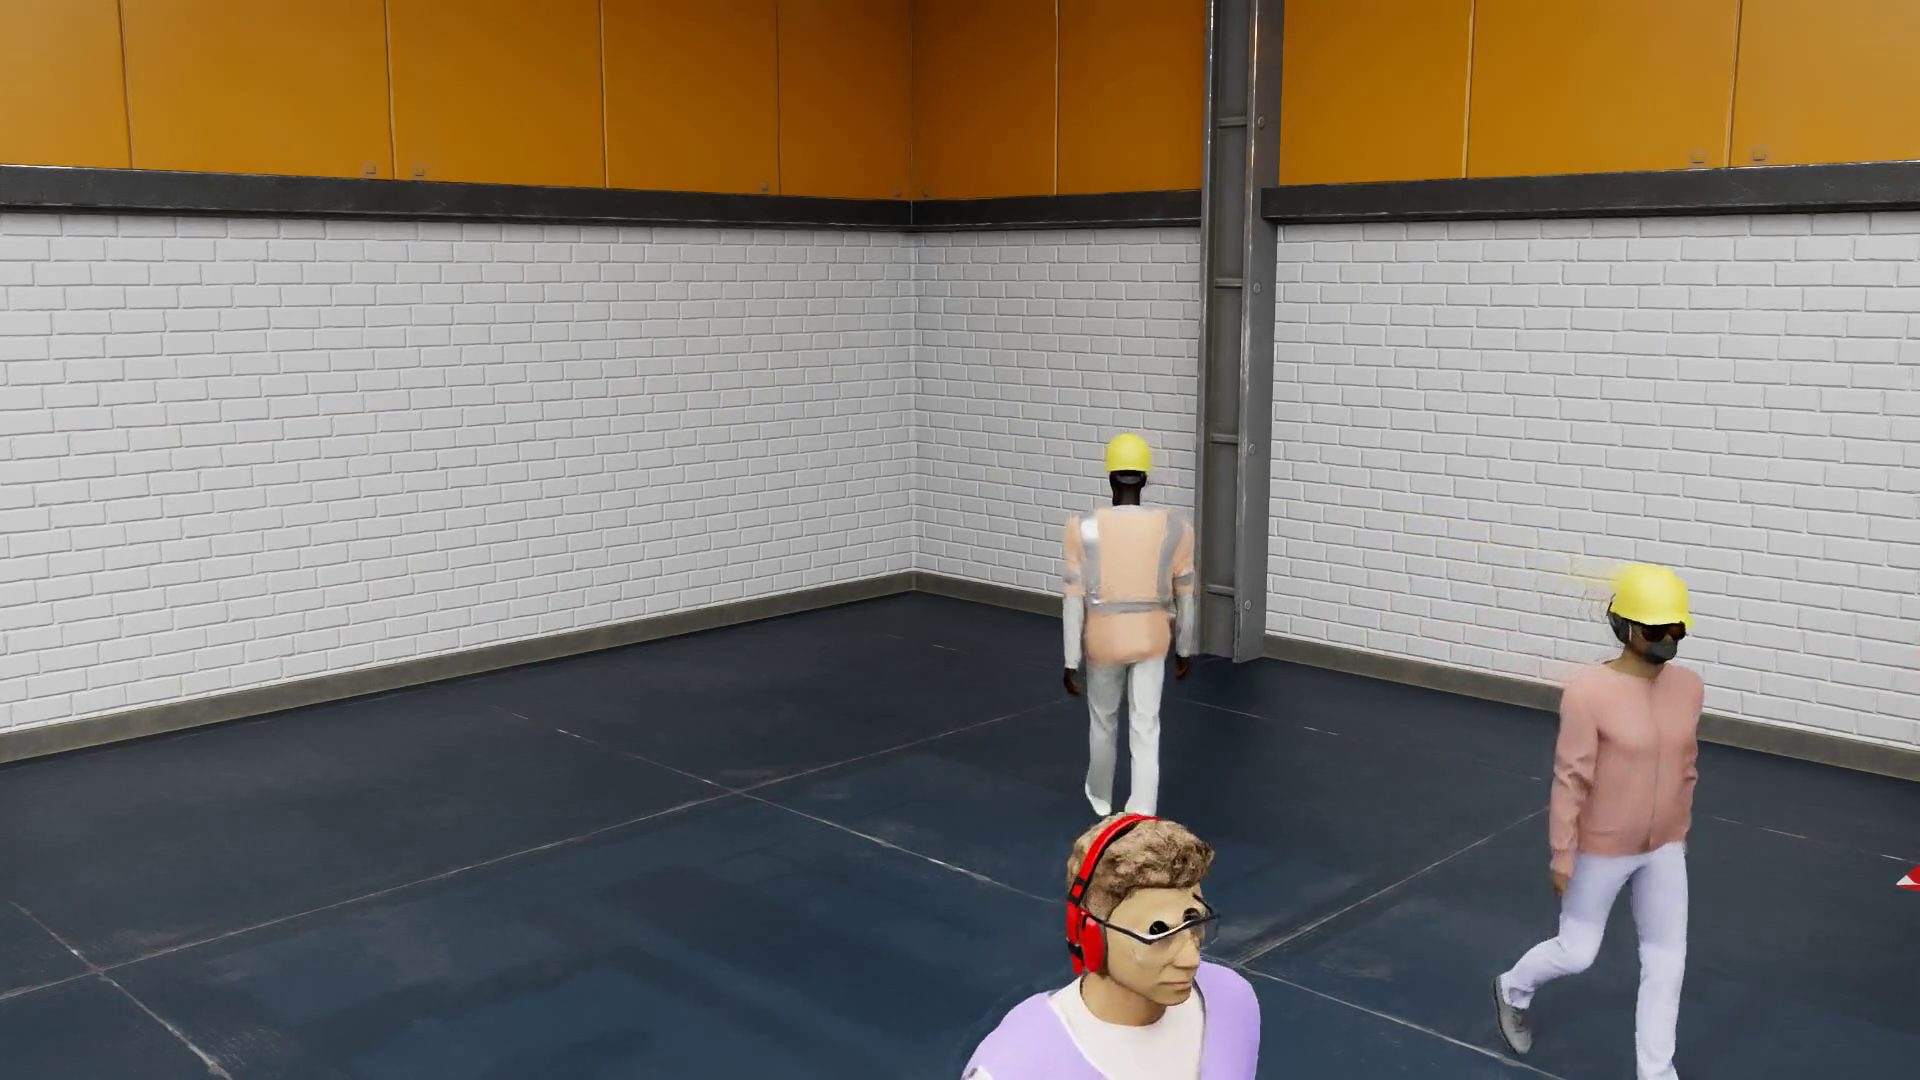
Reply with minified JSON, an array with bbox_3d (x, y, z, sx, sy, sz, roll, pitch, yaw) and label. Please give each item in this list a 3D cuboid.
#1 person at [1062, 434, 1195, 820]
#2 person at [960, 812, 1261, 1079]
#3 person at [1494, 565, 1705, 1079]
[{"bbox_3d":[0.754,0.457,7.521,0.615,1.868,1.005,0,9,-2],"label":"person"},{"bbox_3d":[0.204,1.281,2.648,0.568,1.819,0.736,-7,12,-37],"label":"person"},{"bbox_3d":[2.006,0.911,5.154,0.536,1.743,0.764,-3,10,-18],"label":"person"}]
